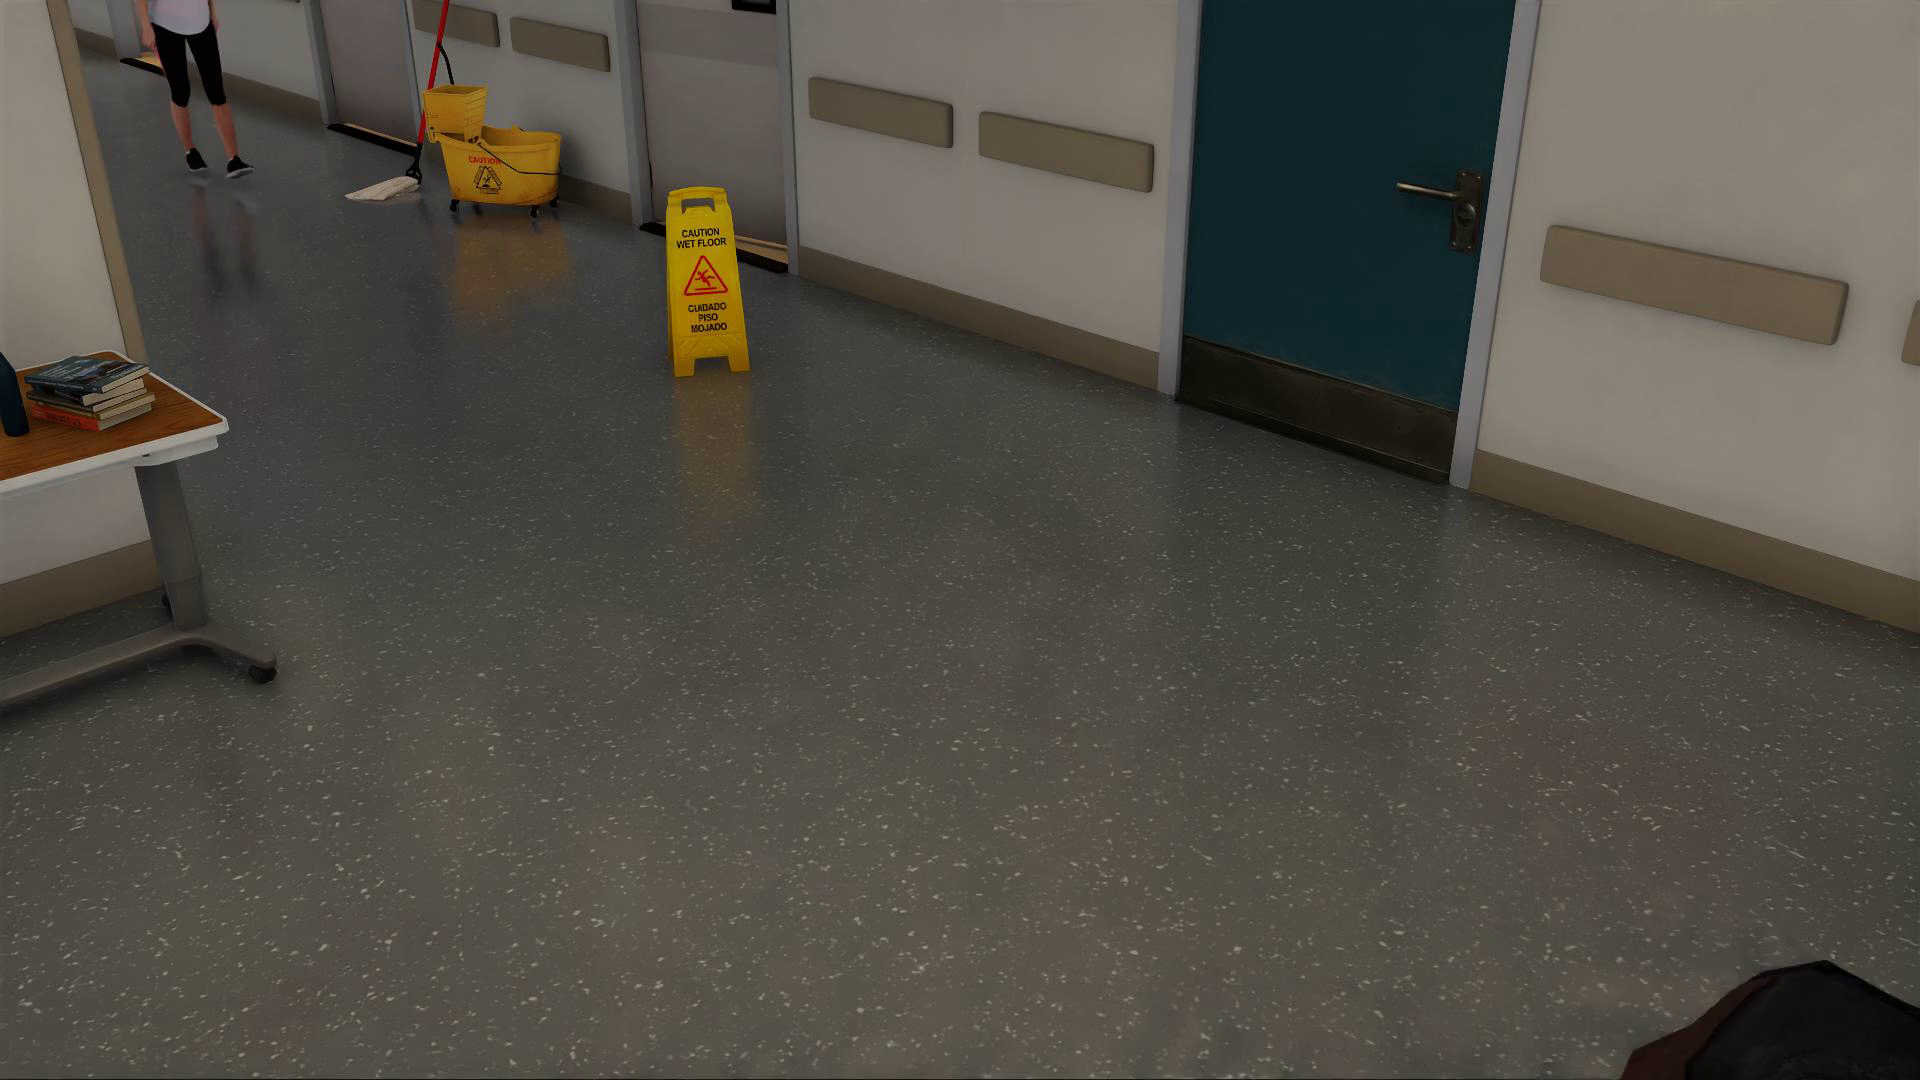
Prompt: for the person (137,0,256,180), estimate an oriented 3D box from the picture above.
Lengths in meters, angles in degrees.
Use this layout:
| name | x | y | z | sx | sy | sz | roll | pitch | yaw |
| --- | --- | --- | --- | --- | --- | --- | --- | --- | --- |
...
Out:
| name | x | y | z | sx | sy | sz | roll | pitch | yaw |
| --- | --- | --- | --- | --- | --- | --- | --- | --- | --- |
| person | -4.585 | -2.997 | 9.772 | 0.665 | 1.737 | 1.016 | -22 | 33 | -38 |
